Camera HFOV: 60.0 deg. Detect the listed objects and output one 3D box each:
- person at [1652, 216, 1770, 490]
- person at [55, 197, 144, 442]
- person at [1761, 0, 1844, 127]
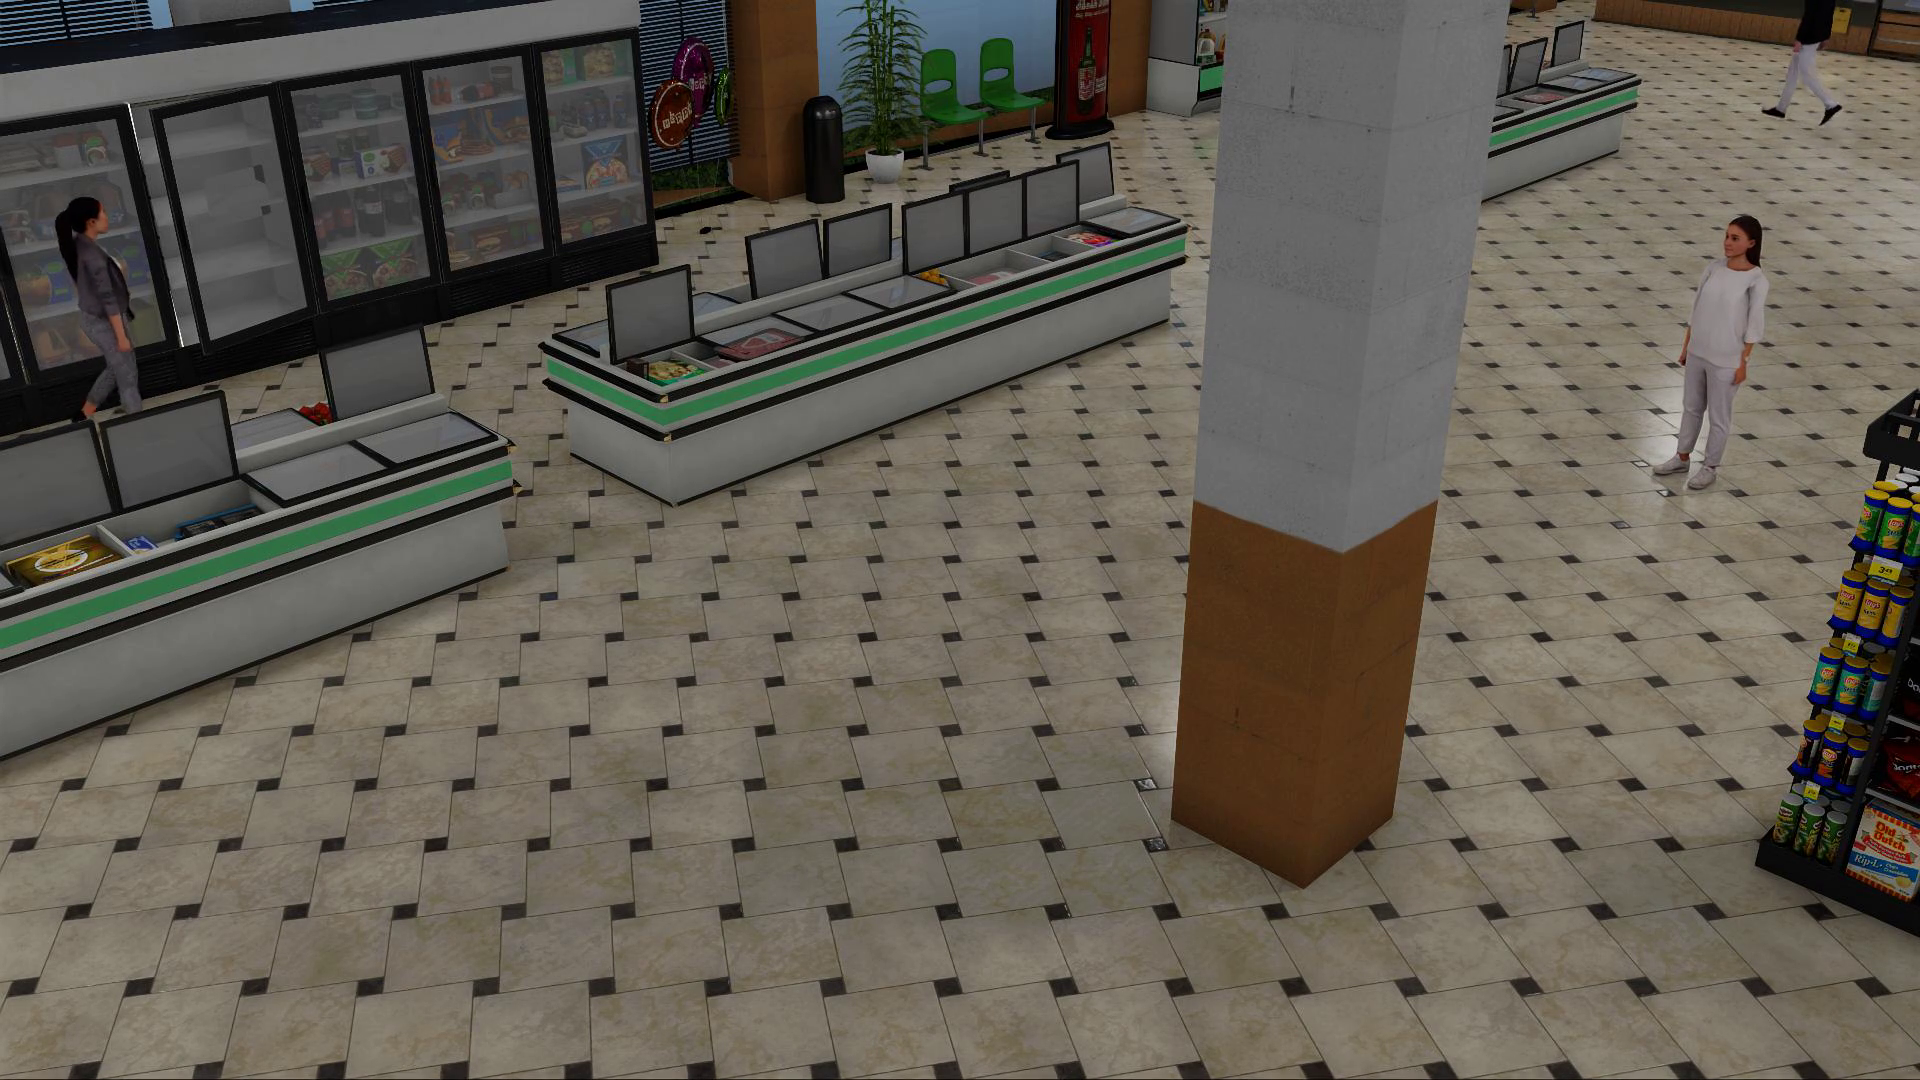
[{"bbox_3d":[4.611,-1.142,10.115,0.603,1.688,0.653,-16,31,-28],"label":"person"},{"bbox_3d":[-5.458,-1.312,10.474,0.790,1.665,0.656,-22,34,-36],"label":"person"},{"bbox_3d":[9.686,-5.592,18.754,1.139,1.810,0.811,-21,34,-35],"label":"person"}]
